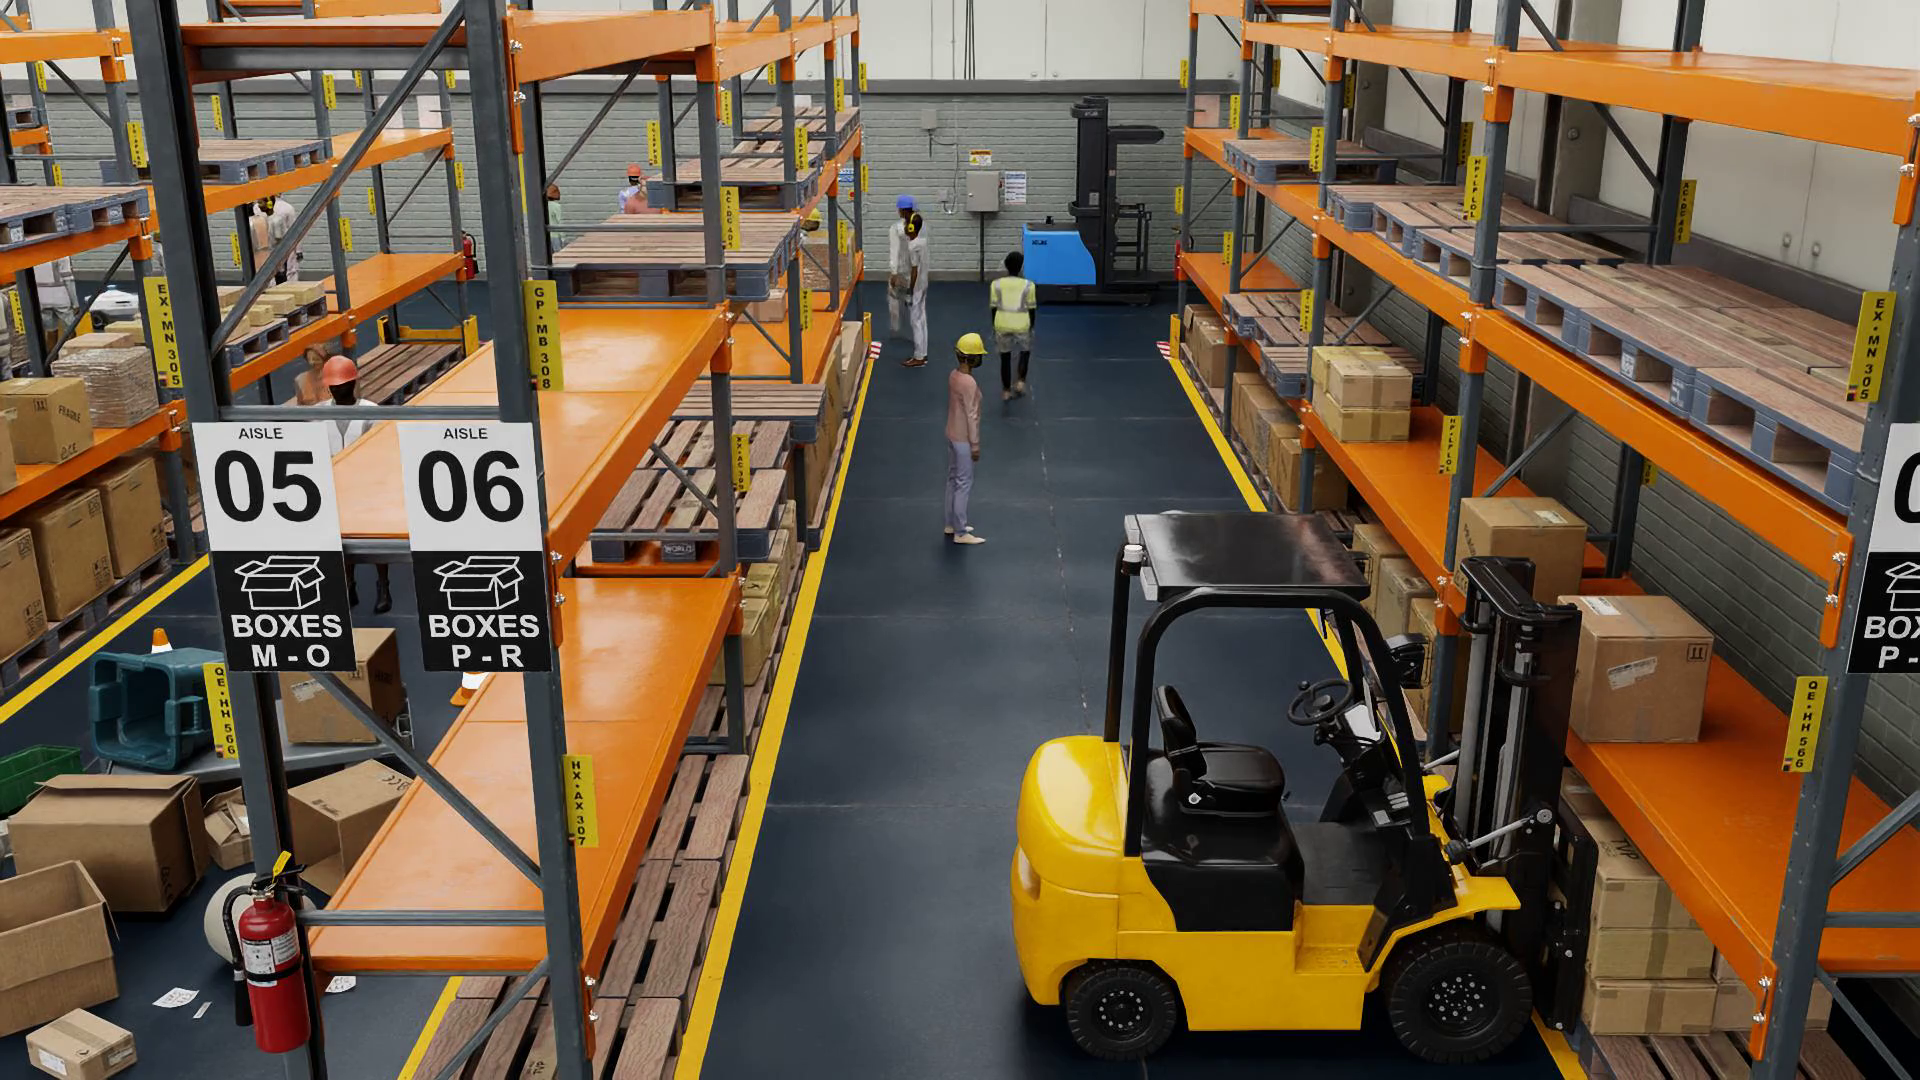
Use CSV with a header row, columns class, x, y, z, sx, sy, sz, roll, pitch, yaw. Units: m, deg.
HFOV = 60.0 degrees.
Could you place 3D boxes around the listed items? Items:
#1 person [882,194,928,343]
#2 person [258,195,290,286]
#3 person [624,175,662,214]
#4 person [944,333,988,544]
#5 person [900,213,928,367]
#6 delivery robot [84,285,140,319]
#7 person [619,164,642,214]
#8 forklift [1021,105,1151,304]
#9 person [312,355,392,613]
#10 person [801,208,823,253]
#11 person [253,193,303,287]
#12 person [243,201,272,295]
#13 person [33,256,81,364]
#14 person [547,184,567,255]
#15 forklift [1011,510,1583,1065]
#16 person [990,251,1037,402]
class,x,y,z,sx,sy,sz,roll,pitch,yaw
person,-0.740,-3.528,21.658,0.657,1.916,0.775,-14,23,-37
person,-9.257,-3.791,22.566,0.341,1.858,0.510,-11,21,-30
person,-4.521,-4.338,24.156,0.650,1.900,0.400,-15,23,-38
person,0.060,-0.842,13.802,0.348,1.760,0.528,-6,19,-17
person,-0.561,-3.045,20.281,0.328,1.873,0.520,4,19,13
delivery robot,-11.601,-3.247,22.808,0.707,0.478,0.477,-7,20,-21
person,-4.889,-4.716,25.227,0.545,1.939,0.373,-9,20,-25
forklift,1.857,-4.944,24.441,1.873,2.768,1.129,0,18,0
person,-4.434,-0.399,12.175,0.544,1.939,0.372,0,18,-1
person,-1.938,-3.478,21.808,0.326,1.735,0.491,0,18,-1
person,-9.540,-4.086,23.371,0.639,1.910,0.406,2,18,5
person,-9.294,-3.623,21.953,0.374,1.919,0.585,2,18,5
person,-10.541,-2.774,19.390,0.552,1.923,0.390,1,18,4
person,-6.207,-4.621,25.436,0.503,1.628,0.279,16,24,40
forklift,1.387,1.055,7.378,2.313,2.155,1.214,0,18,0
person,0.590,-2.376,18.561,0.535,1.684,0.373,3,19,9
